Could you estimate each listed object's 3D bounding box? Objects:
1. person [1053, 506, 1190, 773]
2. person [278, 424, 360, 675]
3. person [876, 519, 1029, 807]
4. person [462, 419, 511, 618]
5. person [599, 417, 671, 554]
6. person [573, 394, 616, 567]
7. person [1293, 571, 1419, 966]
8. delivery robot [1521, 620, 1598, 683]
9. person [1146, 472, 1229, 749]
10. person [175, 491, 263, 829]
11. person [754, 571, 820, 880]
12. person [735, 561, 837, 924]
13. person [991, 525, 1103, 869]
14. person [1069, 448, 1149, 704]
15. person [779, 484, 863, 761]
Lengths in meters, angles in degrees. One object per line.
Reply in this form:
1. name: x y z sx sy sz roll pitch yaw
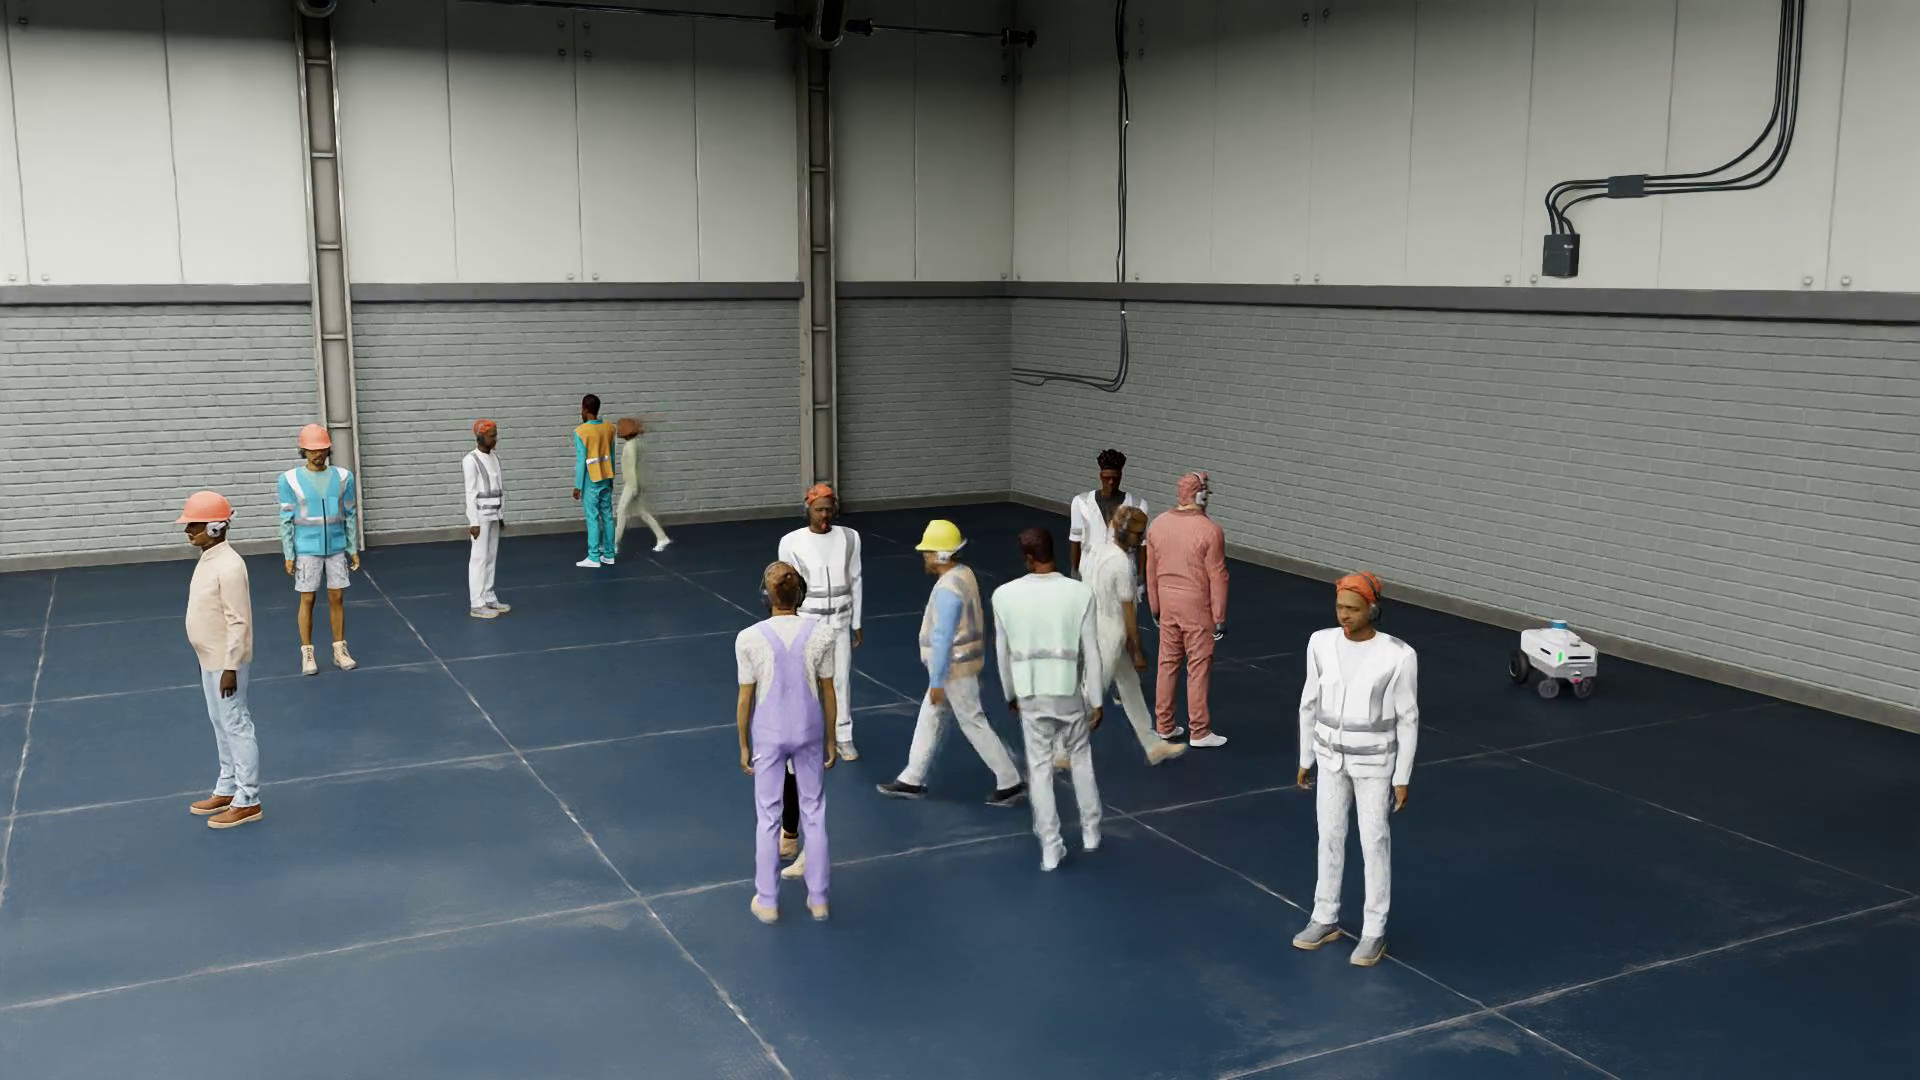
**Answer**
1. person: 1.020 0.654 10.821 0.968 1.780 0.567 -1 9 -8
2. person: -5.212 0.072 13.580 0.610 2.043 0.375 -7 12 -37
3. person: -0.017 0.758 10.157 0.944 1.791 0.603 1 9 5
4. person: -4.506 -0.211 15.806 0.337 1.882 0.585 2 9 9
5. person: -3.783 -0.634 19.299 0.817 1.595 0.518 -1 9 -8
6. person: -4.042 -0.654 18.437 0.392 1.920 0.591 5 11 30
7. person: 1.874 1.071 7.909 0.585 1.882 0.337 8 12 40
8. delivery robot: 4.667 0.867 12.964 0.477 0.478 0.707 -1 9 -6
9. person: 1.597 0.479 11.494 0.403 1.904 0.651 -9 13 -43
10. person: -4.392 0.697 9.873 0.375 1.995 0.611 -7 12 -39
11. person: -0.930 0.983 9.031 0.315 1.695 0.541 -6 11 -32
12. person: -0.871 1.018 8.393 0.504 1.838 0.345 -2 9 -12
13. person: 0.498 0.851 9.318 0.629 1.869 0.721 1 9 8
14. person: 1.126 0.274 12.607 0.609 1.955 0.382 2 9 10
15. person: -0.919 0.560 11.081 0.571 1.880 0.344 -4 10 -22
